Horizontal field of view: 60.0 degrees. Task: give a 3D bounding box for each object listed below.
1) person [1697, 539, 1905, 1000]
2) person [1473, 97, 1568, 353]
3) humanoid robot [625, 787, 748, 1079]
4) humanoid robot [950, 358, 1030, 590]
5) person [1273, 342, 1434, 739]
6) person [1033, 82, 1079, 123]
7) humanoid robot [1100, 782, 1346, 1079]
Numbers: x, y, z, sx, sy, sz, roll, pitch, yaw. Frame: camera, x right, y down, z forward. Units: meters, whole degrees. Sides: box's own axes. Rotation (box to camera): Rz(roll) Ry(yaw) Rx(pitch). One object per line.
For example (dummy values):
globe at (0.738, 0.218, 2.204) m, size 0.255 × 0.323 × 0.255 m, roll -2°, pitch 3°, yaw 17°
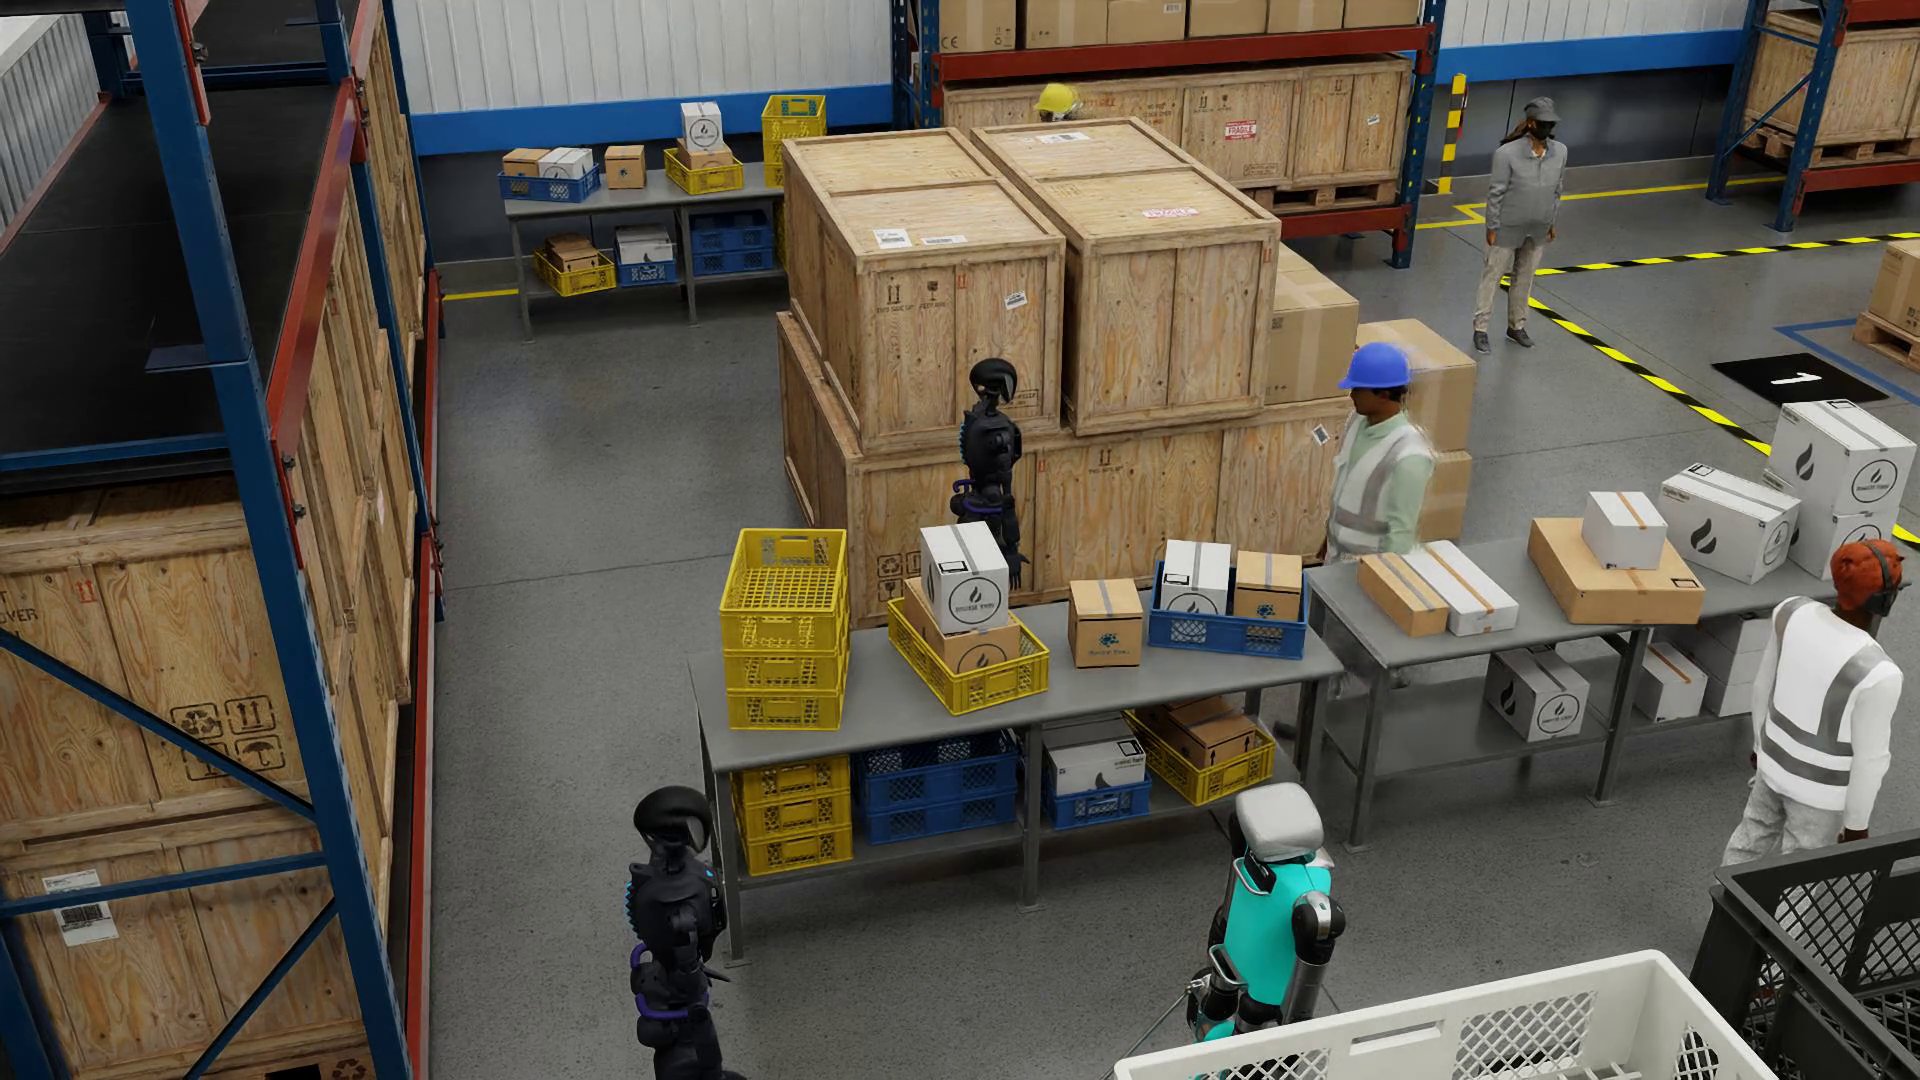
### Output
person at (3.022, 0.841, 5.917) m, size 0.356 × 1.884 × 0.573 m, roll -8°, pitch 30°, yaw -13°
person at (3.870, -2.181, 11.520) m, size 0.564 × 1.769 × 0.396 m, roll -8°, pitch 30°, yaw -13°
humanoid robot at (-0.827, 1.434, 5.039) m, size 0.315 × 1.657 × 0.599 m, roll -7°, pitch 30°, yaw -13°
humanoid robot at (0.131, -0.072, 7.769) m, size 0.315 × 1.659 × 0.599 m, roll -7°, pitch 30°, yaw -13°
person at (1.759, 0.060, 7.288) m, size 0.564 × 1.924 × 0.656 m, roll -8°, pitch 30°, yaw -14°
person at (0.711, -2.334, 11.753) m, size 0.823 × 1.793 × 0.595 m, roll 2°, pitch 29°, yaw 3°
humanoid robot at (0.653, 1.468, 4.791) m, size 0.735 × 1.677 × 0.533 m, roll -7°, pitch 30°, yaw -13°
